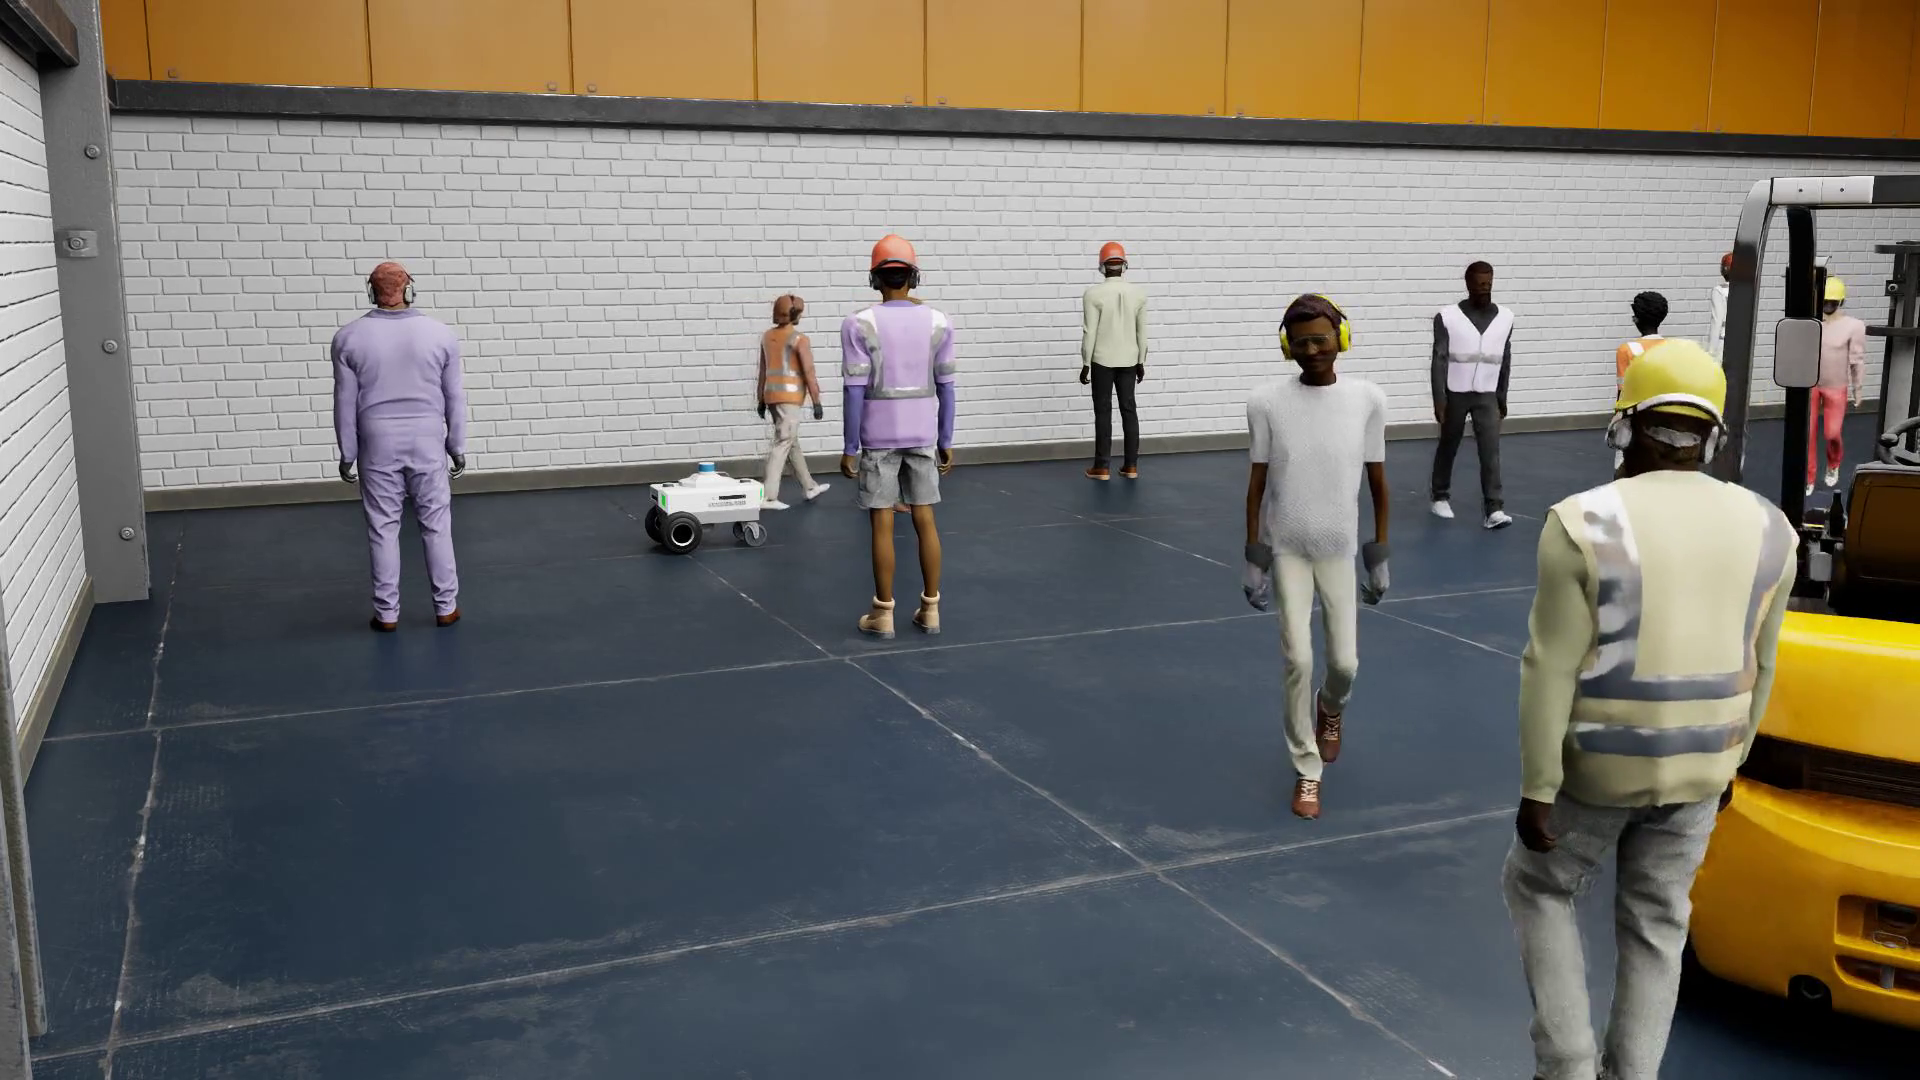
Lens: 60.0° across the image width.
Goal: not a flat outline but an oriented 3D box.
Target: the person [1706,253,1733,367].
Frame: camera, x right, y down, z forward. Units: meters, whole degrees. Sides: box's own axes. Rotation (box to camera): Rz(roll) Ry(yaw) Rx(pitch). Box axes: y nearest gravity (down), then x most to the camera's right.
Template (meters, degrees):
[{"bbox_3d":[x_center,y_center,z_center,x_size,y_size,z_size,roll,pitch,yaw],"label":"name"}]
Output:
[{"bbox_3d":[7.628,-1.900,16.504,0.584,1.881,0.337,-4,11,-23],"label":"person"}]

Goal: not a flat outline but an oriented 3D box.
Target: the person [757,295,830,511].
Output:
[{"bbox_3d":[-1.248,-1.034,12.519,0.788,1.596,0.532,-10,14,-43],"label":"person"}]

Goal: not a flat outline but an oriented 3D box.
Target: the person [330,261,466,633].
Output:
[{"bbox_3d":[-2.890,-0.478,8.611,0.651,1.904,0.403,-4,11,-23],"label":"person"}]

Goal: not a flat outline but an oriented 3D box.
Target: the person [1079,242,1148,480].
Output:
[{"bbox_3d":[1.286,-1.506,14.032,0.622,1.990,0.394,-4,11,-23],"label":"person"}]

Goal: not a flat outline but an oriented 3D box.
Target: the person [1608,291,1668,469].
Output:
[{"bbox_3d":[4.298,-0.710,10.454,0.540,1.698,0.317,-4,11,-23],"label":"person"}]

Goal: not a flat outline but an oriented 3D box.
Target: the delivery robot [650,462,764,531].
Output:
[{"bbox_3d":[-1.656,-0.268,10.917,0.707,0.478,0.477,-4,11,-23],"label":"delivery robot"}]

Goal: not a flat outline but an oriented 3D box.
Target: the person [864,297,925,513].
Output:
[{"bbox_3d":[-0.486,-1.000,12.335,0.399,1.596,0.642,-6,12,-31],"label":"person"}]

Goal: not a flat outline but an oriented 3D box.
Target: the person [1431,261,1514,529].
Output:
[{"bbox_3d":[3.622,-1.029,11.766,0.627,1.861,1.019,-1,10,-6],"label":"person"}]

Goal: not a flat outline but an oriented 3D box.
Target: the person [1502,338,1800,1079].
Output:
[{"bbox_3d":[1.465,0.473,3.627,0.610,1.809,0.439,-2,10,-9],"label":"person"}]

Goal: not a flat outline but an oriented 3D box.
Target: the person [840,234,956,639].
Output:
[{"bbox_3d":[-0.328,-0.521,8.471,0.614,2.039,0.389,-4,11,-23],"label":"person"}]

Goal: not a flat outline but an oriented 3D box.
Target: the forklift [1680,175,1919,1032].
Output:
[{"bbox_3d":[2.810,0.094,4.662,1.214,2.155,2.313,7,12,34],"label":"forklift"}]

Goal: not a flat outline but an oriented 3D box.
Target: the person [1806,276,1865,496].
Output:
[{"bbox_3d":[6.813,-1.207,13.105,0.527,1.741,0.530,7,13,35],"label":"person"}]

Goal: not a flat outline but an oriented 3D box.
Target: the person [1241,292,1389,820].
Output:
[{"bbox_3d":[1.268,0.038,5.962,0.522,1.841,0.587,1,10,6],"label":"person"}]
